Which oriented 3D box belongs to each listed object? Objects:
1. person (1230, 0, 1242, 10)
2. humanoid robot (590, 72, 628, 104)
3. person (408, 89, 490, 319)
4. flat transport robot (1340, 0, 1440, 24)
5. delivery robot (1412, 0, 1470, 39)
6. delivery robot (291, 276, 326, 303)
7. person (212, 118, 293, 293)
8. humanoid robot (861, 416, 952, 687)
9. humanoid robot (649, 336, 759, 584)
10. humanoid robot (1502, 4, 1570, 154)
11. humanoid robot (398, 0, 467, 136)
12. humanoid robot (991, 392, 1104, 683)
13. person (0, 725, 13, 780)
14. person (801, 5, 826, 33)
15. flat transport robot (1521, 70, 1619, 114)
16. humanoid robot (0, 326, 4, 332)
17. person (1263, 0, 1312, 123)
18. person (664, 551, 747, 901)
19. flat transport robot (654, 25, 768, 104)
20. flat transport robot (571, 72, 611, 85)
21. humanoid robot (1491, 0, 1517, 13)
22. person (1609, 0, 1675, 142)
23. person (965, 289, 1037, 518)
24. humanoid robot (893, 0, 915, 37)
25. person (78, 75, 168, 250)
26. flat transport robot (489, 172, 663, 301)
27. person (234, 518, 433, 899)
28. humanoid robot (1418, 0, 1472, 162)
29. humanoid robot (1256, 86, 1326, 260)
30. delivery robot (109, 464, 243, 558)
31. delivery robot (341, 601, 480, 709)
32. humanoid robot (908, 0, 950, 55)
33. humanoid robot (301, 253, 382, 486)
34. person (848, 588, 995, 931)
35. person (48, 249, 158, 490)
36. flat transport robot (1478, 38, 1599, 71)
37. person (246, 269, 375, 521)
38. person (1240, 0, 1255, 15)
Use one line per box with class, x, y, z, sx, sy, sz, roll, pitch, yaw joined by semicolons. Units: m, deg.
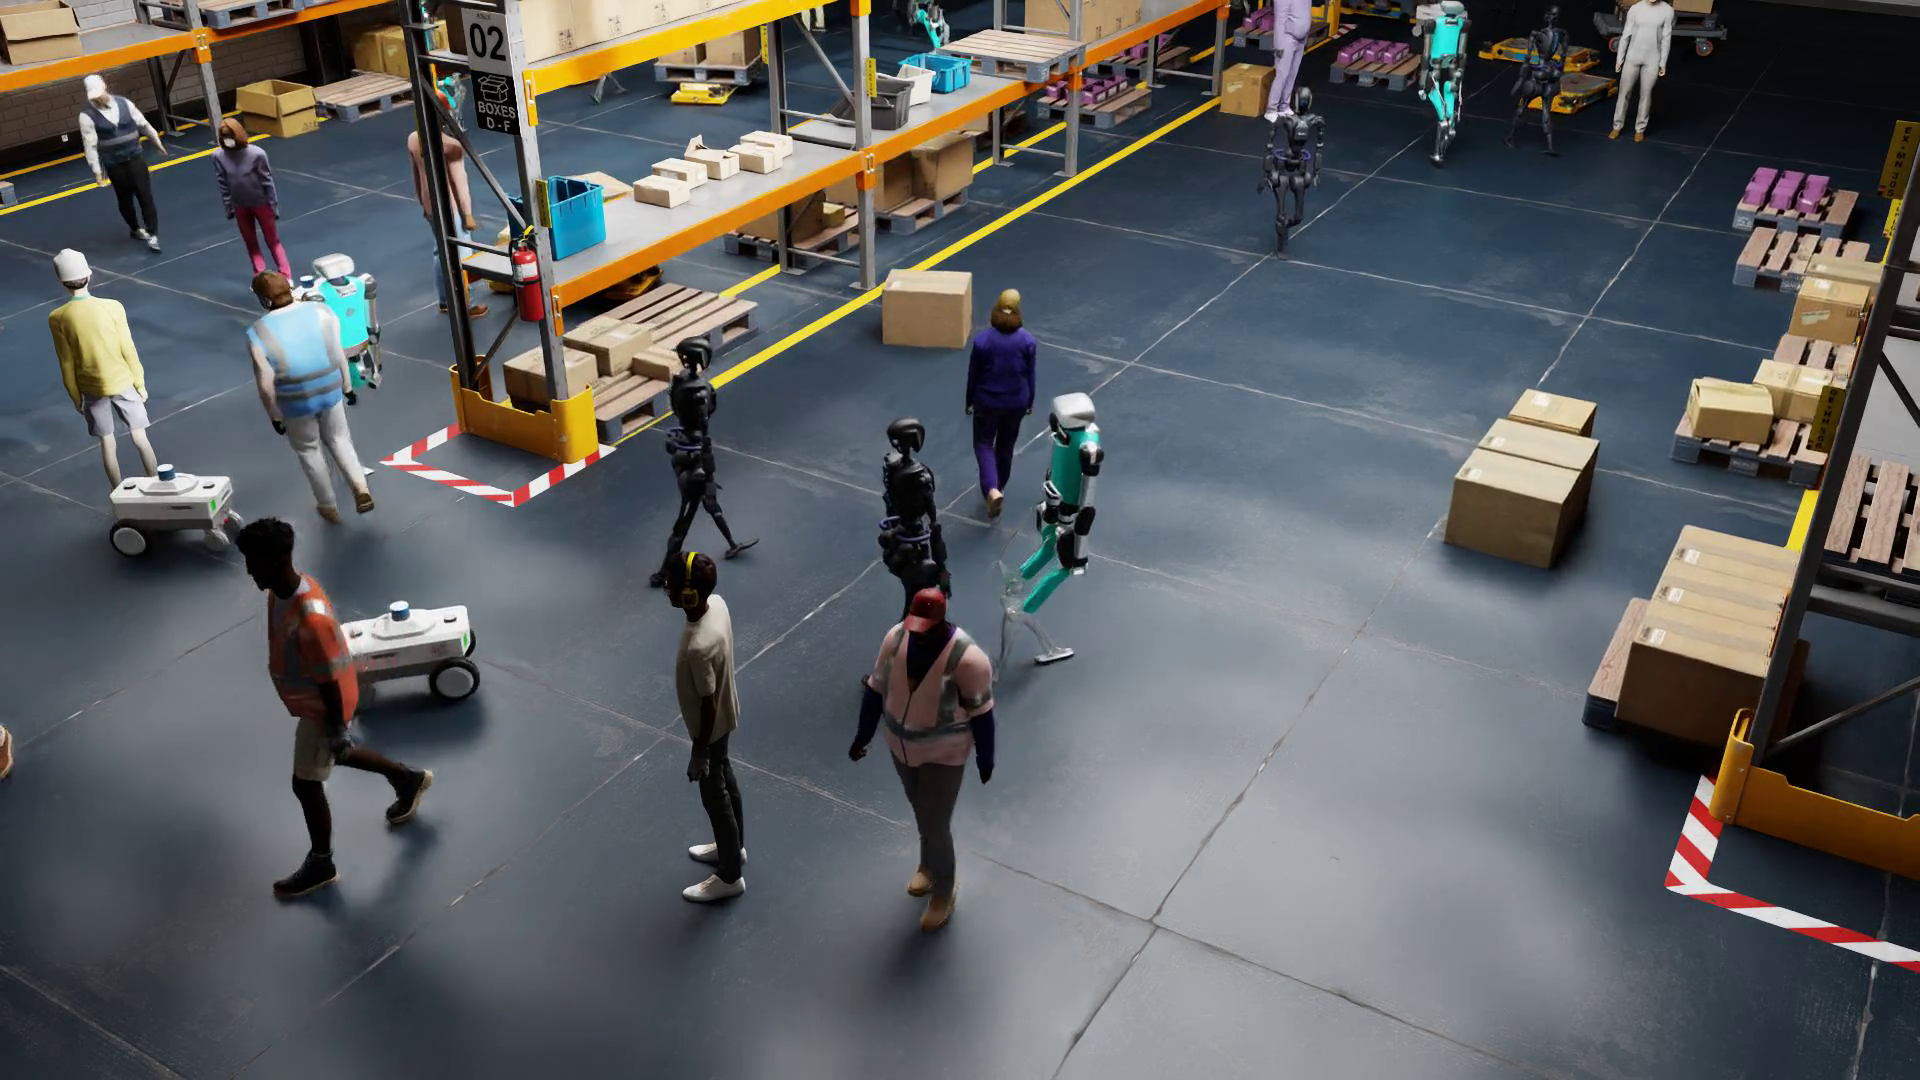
person;4.295;-8.975;25.336;0.465;1.725;0.562;0;29;1
humanoid robot;-4.434;-6.323;20.694;0.557;1.837;0.884;20;35;31
person;-4.396;-2.869;14.278;0.620;1.987;0.403;18;34;29
flat transport robot;6.545;-8.008;25.107;1.431;0.231;0.659;21;36;32
delivery robot;6.908;-7.429;23.812;0.499;0.613;0.790;-21;36;-33
delivery robot;-5.481;-1.920;14.064;0.499;0.610;0.813;8;30;13
person;-6.318;-2.969;14.826;0.503;1.612;0.337;1;29;1
humanoid robot;-0.265;0.062;9.454;0.774;1.623;0.590;-18;34;-29
humanoid robot;-1.654;-0.514;10.463;0.781;1.621;0.596;-12;32;-20
humanoid robot;6.572;-5.195;18.758;0.600;1.624;0.768;-9;31;-16
humanoid robot;-5.923;-5.350;18.921;0.550;1.746;1.003;25;38;37
humanoid robot;0.363;0.074;9.408;0.798;1.869;0.567;-10;31;-17
person;-5.303;0.426;8.451;0.612;1.978;0.466;0;29;0
person;-2.162;-8.111;23.838;0.626;1.697;0.455;-24;37;-36
flat transport robot;7.676;-5.625;20.892;0.659;0.231;1.431;24;37;36
humanoid robot;-8.435;-2.492;13.924;0.329;1.649;0.597;24;38;36
person;3.954;-5.928;19.778;0.398;1.894;0.641;23;37;34
person;-1.198;0.869;7.779;0.330;1.872;0.505;0;29;-1
flat transport robot;-3.164;-5.868;21.321;0.659;0.231;1.431;5;30;8
flat transport robot;-5.367;-6.265;22.024;1.431;0.231;0.659;20;35;31
humanoid robot;8.326;-8.841;25.136;0.599;1.657;0.315;6;30;11
person;7.830;-5.525;19.081;0.556;1.890;0.385;11;31;19
person;0.279;-0.909;11.197;0.481;1.592;0.628;-4;30;-7
humanoid robot;-0.774;-8.069;23.781;0.598;1.651;0.393;7;30;13
person;-7.923;-3.606;15.869;0.737;1.697;0.786;-20;35;-31
flat transport robot;-3.515;-2.434;15.247;1.431;0.231;0.659;6;30;10
person;-3.032;0.734;7.976;0.829;1.920;0.648;-17;34;-28
humanoid robot;5.332;-4.931;18.196;0.544;1.789;0.864;-6;30;-10
humanoid robot;3.100;-3.512;15.735;0.609;1.624;0.540;-4;30;-7
delivery robot;-5.218;-0.219;11.030;0.783;0.586;0.499;-1;29;-1
delivery robot;-3.148;0.629;9.545;0.795;0.602;0.499;-9;31;-15
humanoid robot;-0.297;-6.859;21.640;1.036;1.772;0.548;-25;38;-37
humanoid robot;-4.336;-1.133;11.553;0.786;1.865;0.531;21;36;33
person;-0.205;0.997;7.688;0.622;1.733;0.610;19;35;30
person;-5.704;-1.021;11.117;0.487;1.887;0.403;-13;32;-21
flat transport robot;7.873;-6.599;22.616;1.431;0.231;0.659;22;36;34
person;-4.290;-0.908;10.972;0.645;1.818;0.531;-24;37;-36
person;4.513;-8.564;24.510;0.547;1.827;0.594;-1;29;-2
